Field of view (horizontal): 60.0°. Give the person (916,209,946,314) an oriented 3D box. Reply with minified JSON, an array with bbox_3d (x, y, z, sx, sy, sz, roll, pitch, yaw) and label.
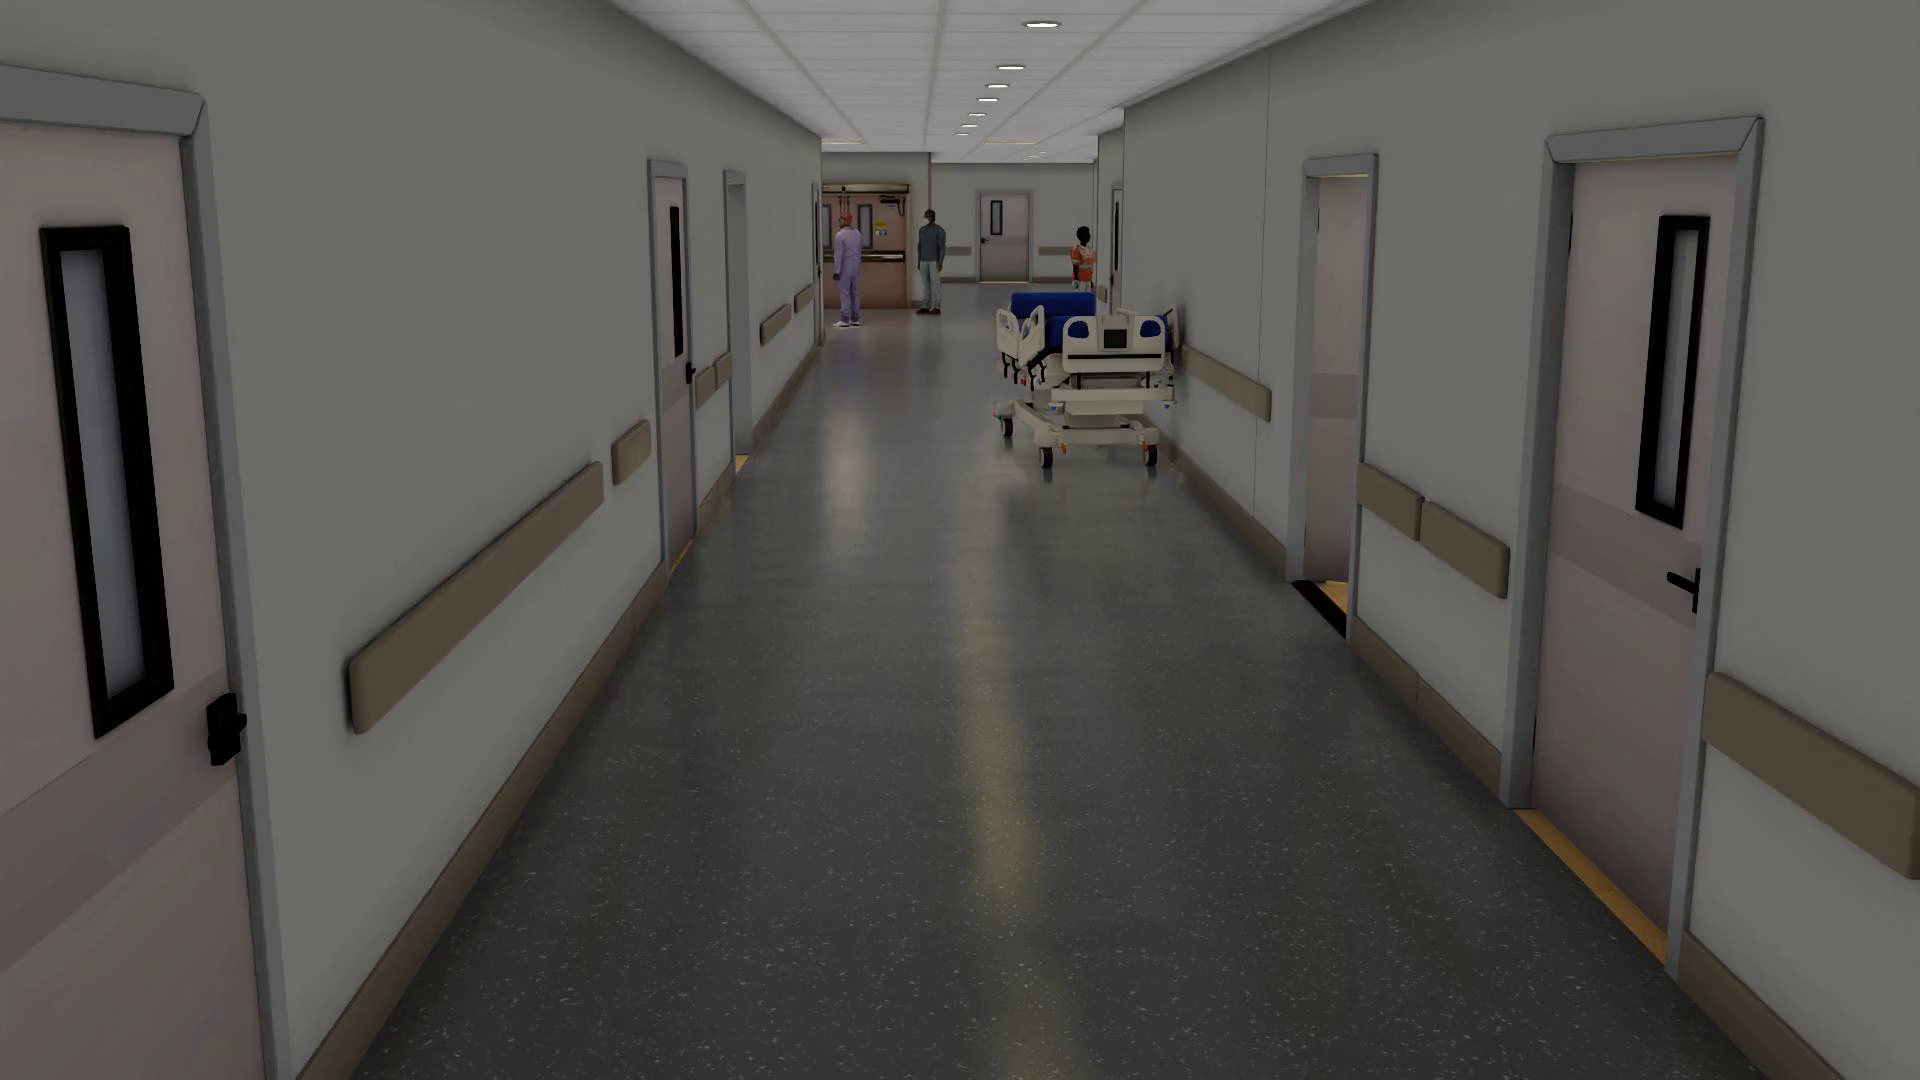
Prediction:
[{"bbox_3d":[-0.547,-5.164,30.905,0.627,1.941,0.371,9,15,39],"label":"person"}]

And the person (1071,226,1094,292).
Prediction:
[{"bbox_3d":[1.959,-4.146,26.532,0.317,1.700,0.538,8,14,34],"label":"person"}]

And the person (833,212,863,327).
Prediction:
[{"bbox_3d":[-1.917,-4.540,27.947,0.410,1.909,0.642,8,14,33],"label":"person"}]
